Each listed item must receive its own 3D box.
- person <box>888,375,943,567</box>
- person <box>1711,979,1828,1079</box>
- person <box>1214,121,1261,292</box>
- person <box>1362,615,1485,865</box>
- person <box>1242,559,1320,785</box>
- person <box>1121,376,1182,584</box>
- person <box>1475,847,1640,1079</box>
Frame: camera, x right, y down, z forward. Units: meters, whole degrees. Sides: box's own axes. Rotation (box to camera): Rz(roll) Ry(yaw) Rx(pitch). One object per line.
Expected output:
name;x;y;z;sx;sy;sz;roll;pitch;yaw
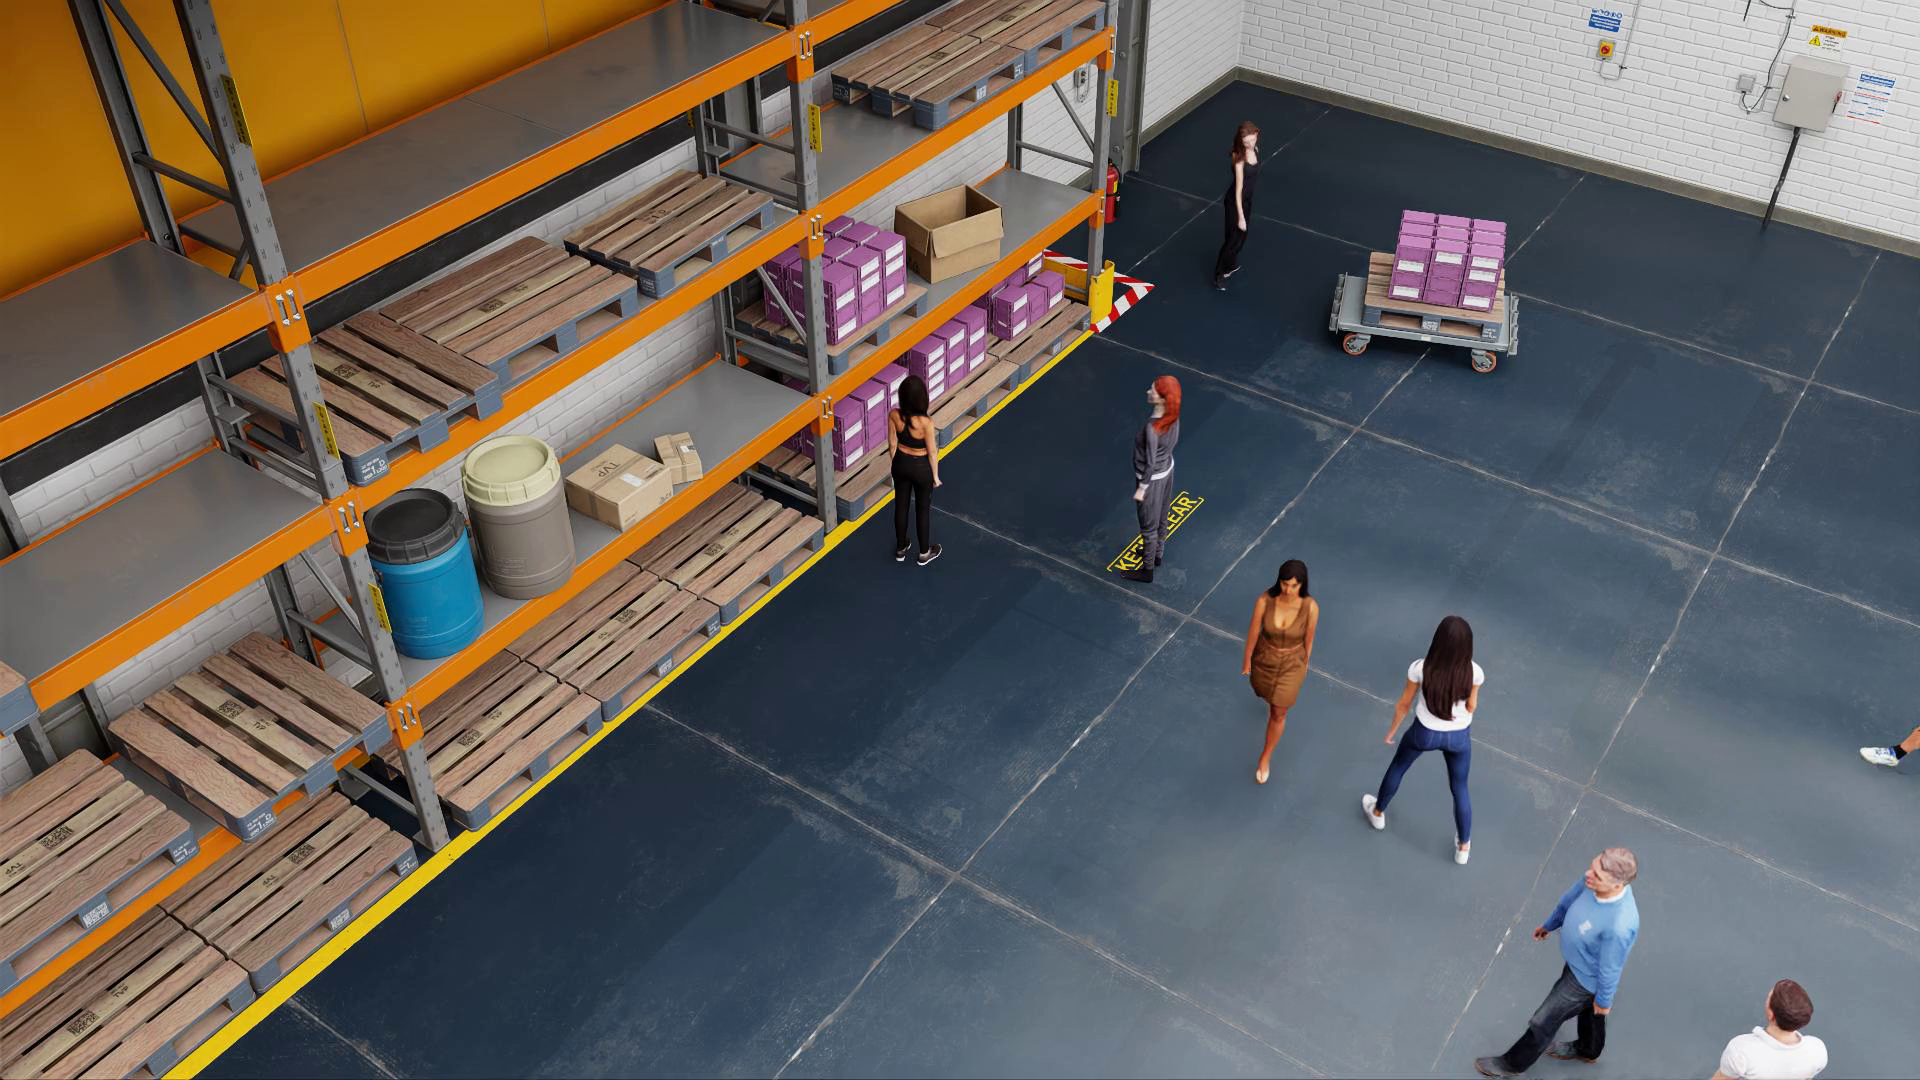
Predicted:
person;-0.358;-0.519;12.422;0.593;1.643;0.553;14;41;17
person;3.809;2.814;8.084;0.721;1.849;0.758;-3;39;-3
person;2.632;-3.231;15.754;0.826;1.723;0.523;8;39;10
person;2.878;1.206;10.183;0.948;1.742;0.898;7;39;9
person;2.070;0.756;10.808;0.801;1.664;1.112;10;40;12
person;1.430;-0.456;12.237;0.662;1.776;0.494;18;42;21
person;3.426;2.254;8.838;0.995;1.783;1.016;6;39;7
